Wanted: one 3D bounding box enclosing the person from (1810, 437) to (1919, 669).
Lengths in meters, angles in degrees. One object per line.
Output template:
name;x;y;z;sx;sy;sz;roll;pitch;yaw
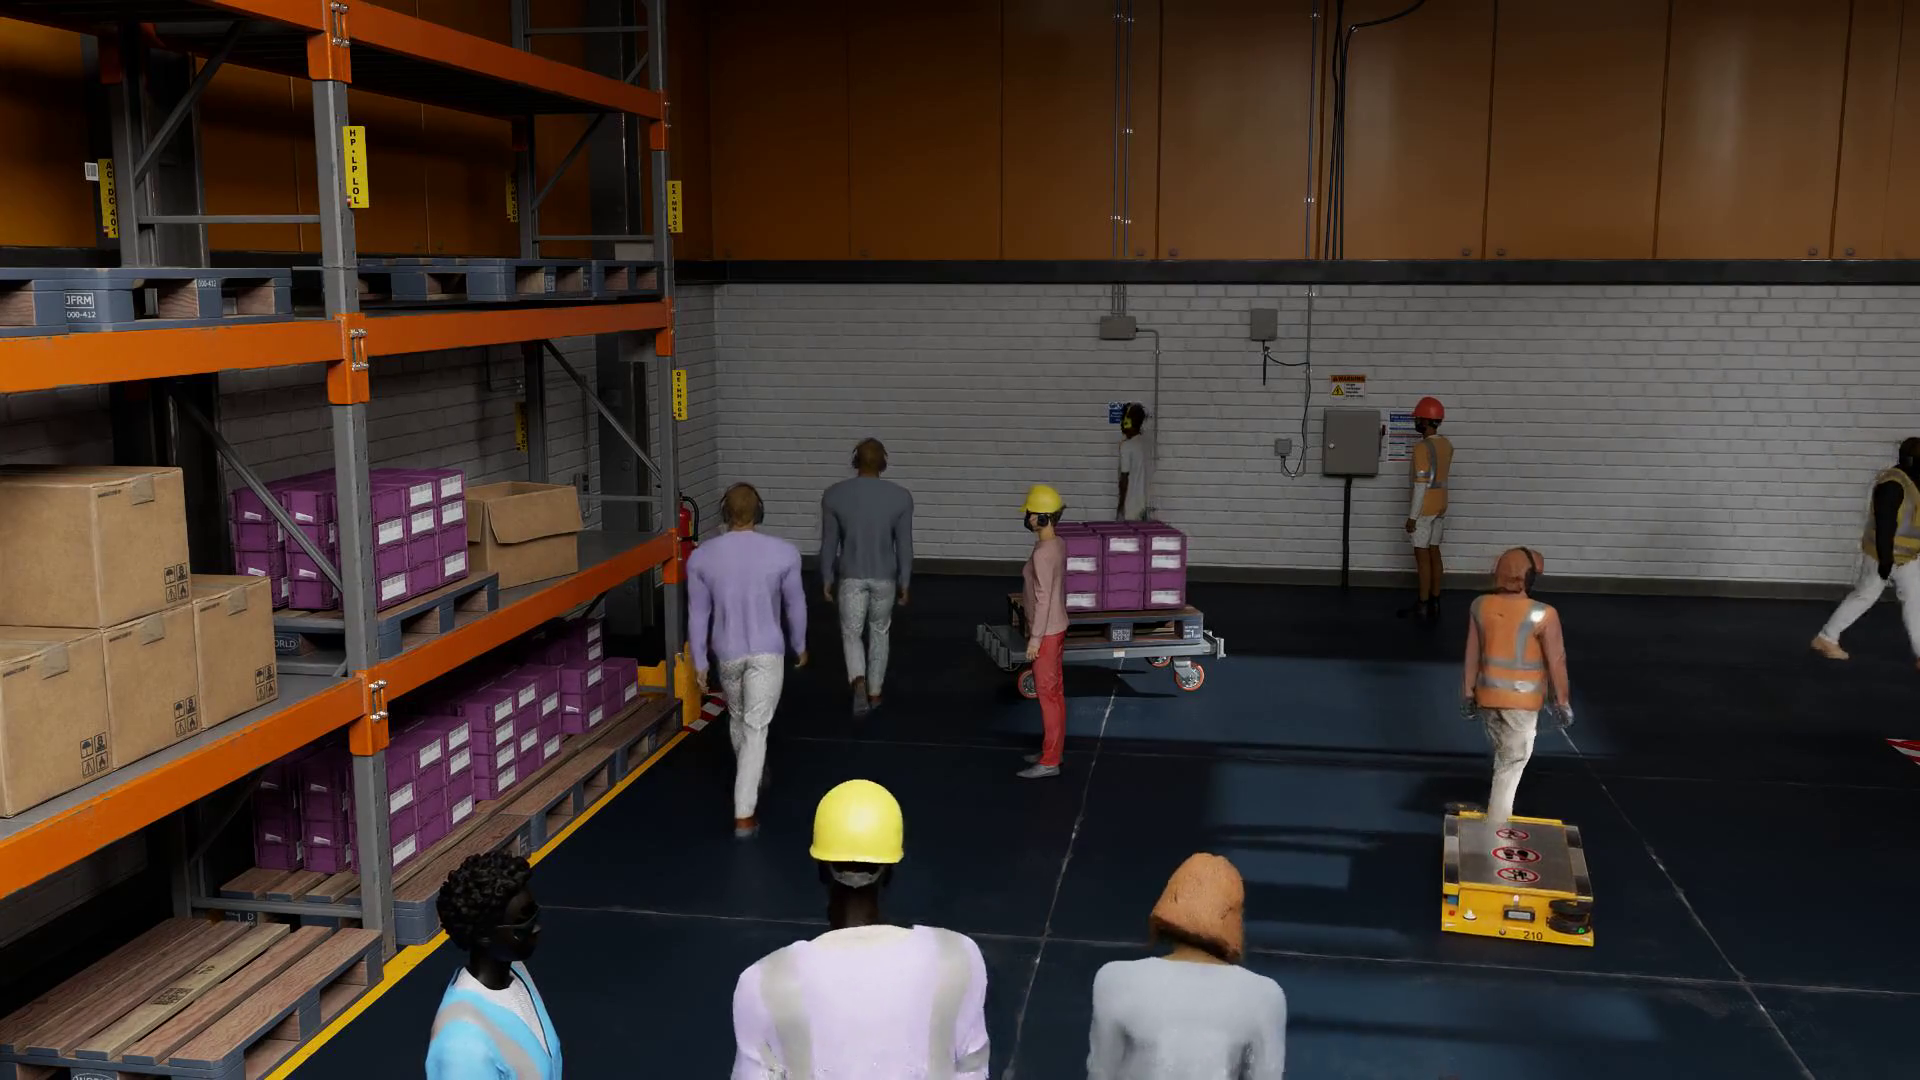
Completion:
person;7.104;0.092;12.737;0.665;1.792;0.971;-7;12;-37

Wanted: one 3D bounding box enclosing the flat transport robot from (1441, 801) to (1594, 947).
flat transport robot;2.691;1.595;8.101;0.652;0.197;1.431;3;10;16

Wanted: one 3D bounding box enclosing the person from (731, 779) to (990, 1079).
person;-0.202;1.502;3.708;0.596;1.894;0.860;-2;9;-11

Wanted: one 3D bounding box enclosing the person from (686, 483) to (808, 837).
person;-1.168;0.624;9.157;0.627;1.887;1.045;1;9;6

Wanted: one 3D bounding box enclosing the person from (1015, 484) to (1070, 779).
person;0.497;0.545;9.976;0.304;1.772;0.525;2;9;11

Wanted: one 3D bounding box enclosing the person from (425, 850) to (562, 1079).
person;-1.092;1.557;3.947;0.320;1.697;0.531;-1;9;-6

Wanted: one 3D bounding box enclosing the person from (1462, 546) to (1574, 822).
person;2.905;0.841;8.625;0.655;1.618;0.528;-6;11;-33

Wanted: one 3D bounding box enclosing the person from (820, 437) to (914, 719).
person;-0.624;0.260;11.285;0.636;1.914;0.798;-1;9;-4

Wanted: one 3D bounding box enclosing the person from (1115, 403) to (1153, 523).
person;1.548;-0.295;14.892;0.452;1.852;0.542;6;11;34

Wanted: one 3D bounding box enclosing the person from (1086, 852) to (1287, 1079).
person;0.570;1.586;4.153;0.484;1.587;0.845;-1;9;-7

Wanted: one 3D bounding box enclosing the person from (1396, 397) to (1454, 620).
person;4.056;-0.276;14.503;0.354;1.942;0.545;8;12;40
